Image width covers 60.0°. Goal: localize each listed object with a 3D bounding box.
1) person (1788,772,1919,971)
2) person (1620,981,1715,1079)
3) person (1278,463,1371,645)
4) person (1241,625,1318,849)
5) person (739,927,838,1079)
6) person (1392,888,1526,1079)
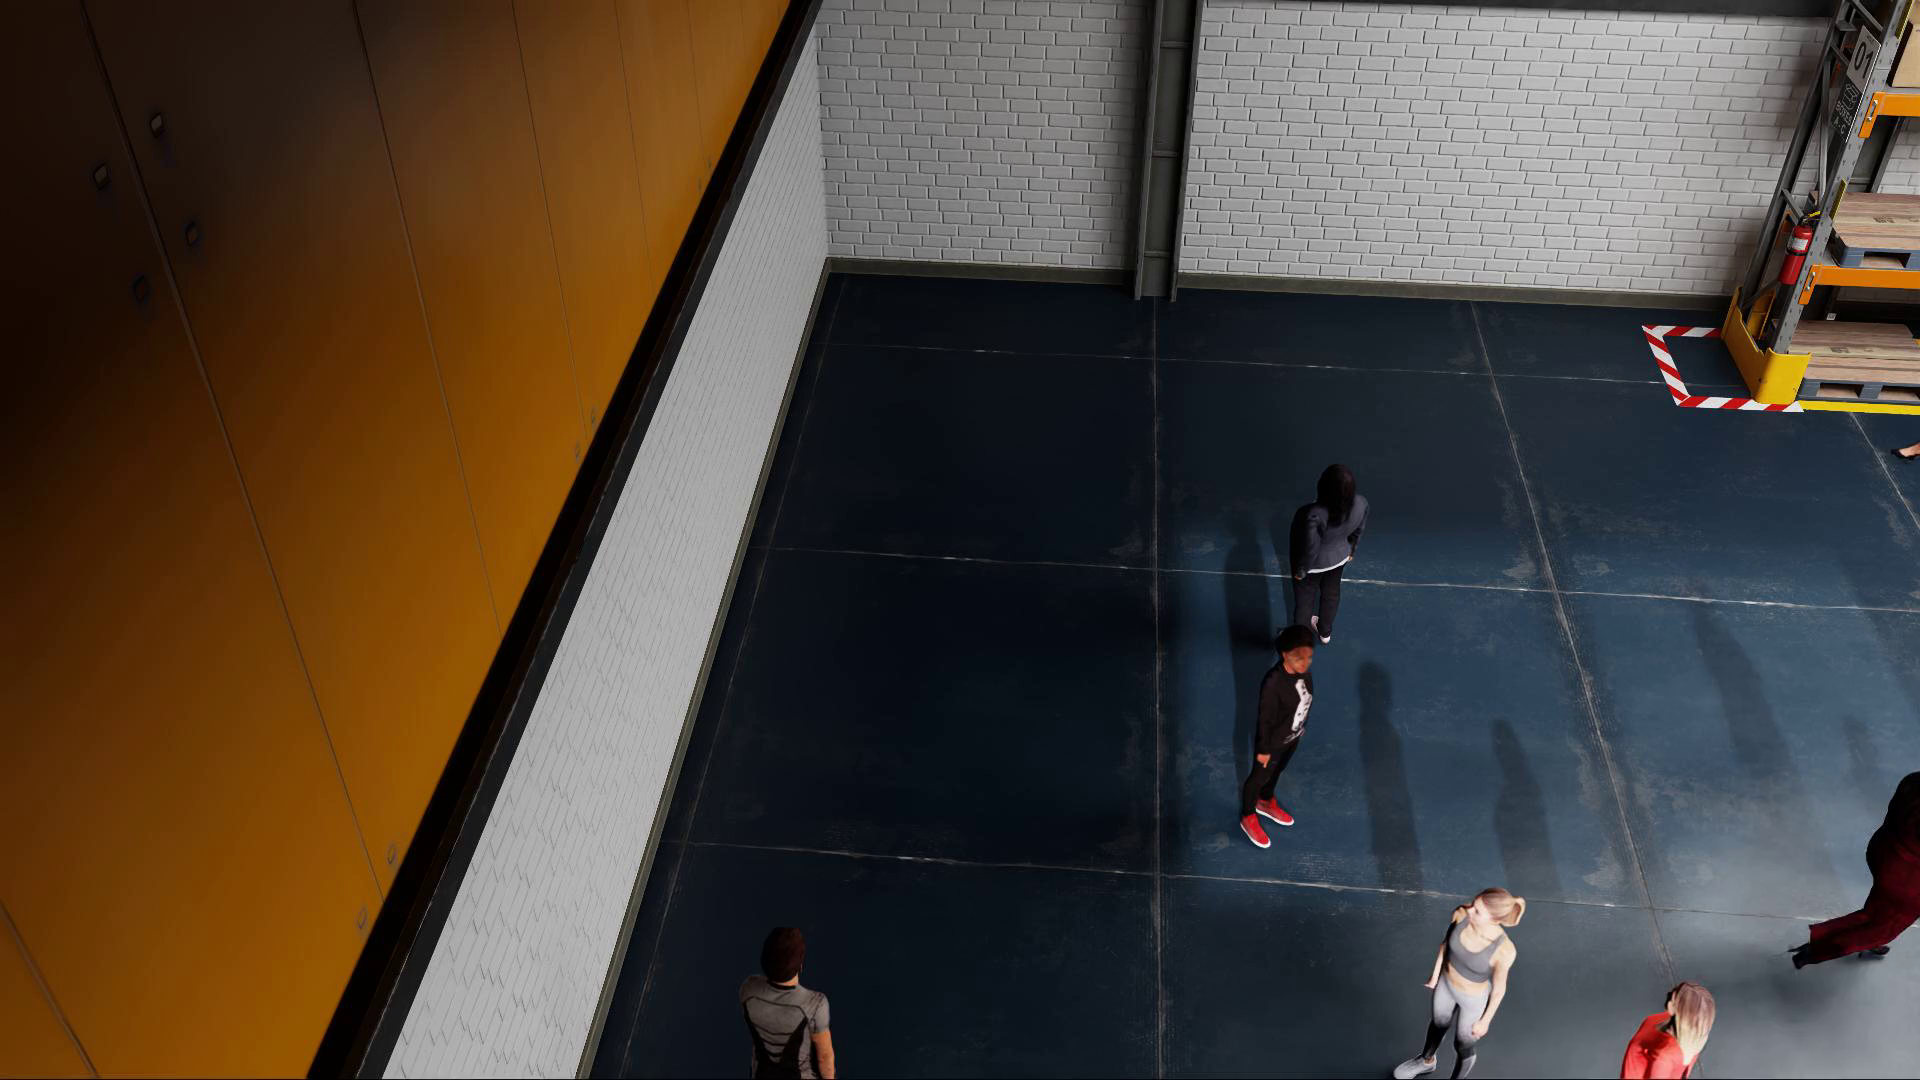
[{"bbox_3d":[5.175,1.852,9.284,1.012,1.733,0.723,-1,39,-1],"label":"person"},{"bbox_3d":[3.406,2.745,8.197,0.710,1.693,0.678,29,47,31],"label":"person"},{"bbox_3d":[2.516,0.116,11.566,0.772,1.597,0.858,-18,42,-21],"label":"person"},{"bbox_3d":[1.949,1.171,10.185,0.666,1.673,0.712,-32,48,-33],"label":"person"},{"bbox_3d":[-0.865,2.674,8.147,0.715,1.868,0.753,7,39,9],"label":"person"},{"bbox_3d":[2.638,2.361,8.670,0.675,1.704,0.639,-20,43,-23],"label":"person"}]
